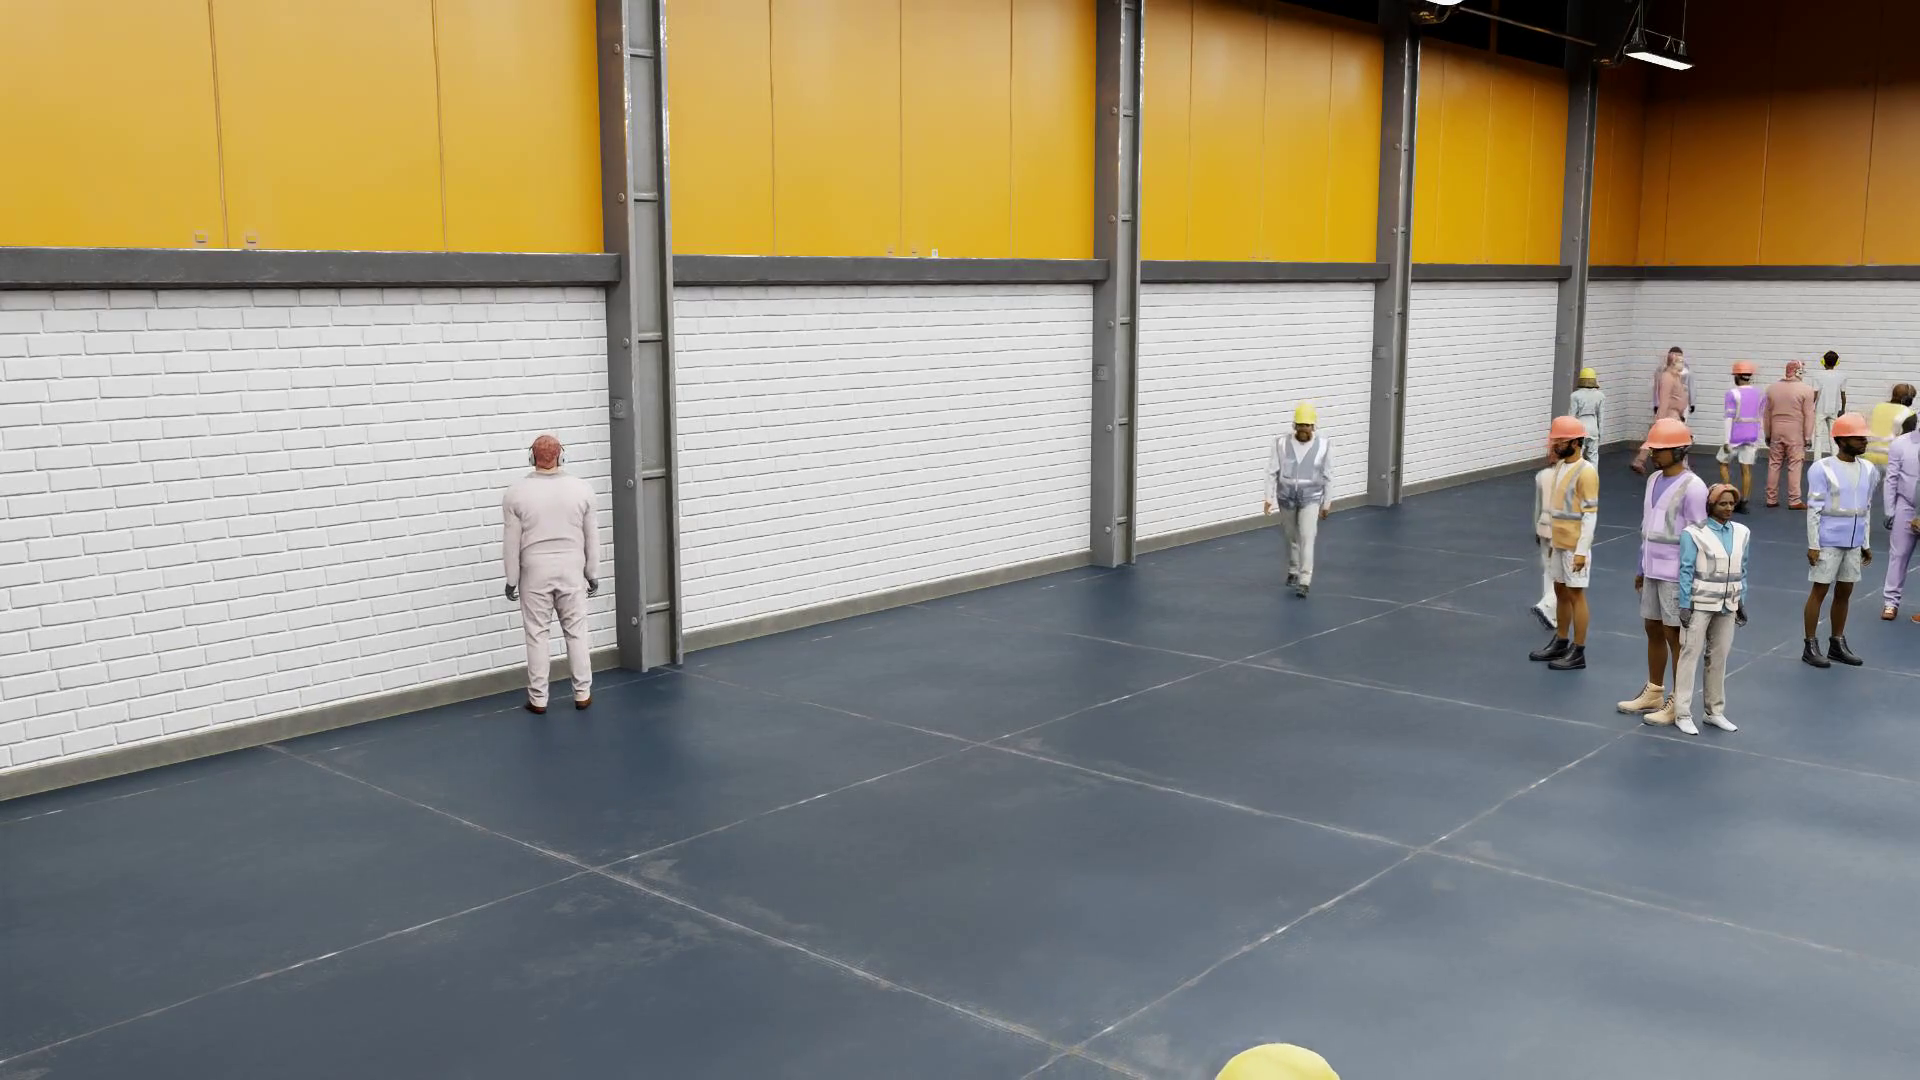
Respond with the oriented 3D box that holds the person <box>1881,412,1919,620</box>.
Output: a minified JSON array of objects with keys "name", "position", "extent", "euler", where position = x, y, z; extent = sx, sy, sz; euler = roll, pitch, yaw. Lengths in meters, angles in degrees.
[{"name":"person","position":[8.273,-0.237,14.267],"extent":[0.641,1.910,0.401],"euler":[4,10,25]}]

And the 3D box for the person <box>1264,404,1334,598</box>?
[{"name":"person","position":[3.185,-0.389,15.633],"extent":[0.603,1.786,0.945],"euler":[3,10,20]}]

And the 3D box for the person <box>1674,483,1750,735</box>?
[{"name":"person","position":[4.893,0.443,10.831],"extent":[0.515,1.641,0.309],"euler":[-3,9,-16]}]

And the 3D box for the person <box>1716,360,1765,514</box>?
[{"name":"person","position":[9.749,-1.285,20.814],"extent":[0.542,1.914,0.500],"euler":[-1,9,-7]}]

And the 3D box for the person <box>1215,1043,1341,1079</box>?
[{"name":"person","position":[0.431,1.659,2.708],"extent":[0.583,1.798,0.902],"euler":[-7,12,-39]}]

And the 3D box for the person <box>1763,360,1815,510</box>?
[{"name":"person","position":[10.574,-1.336,21.194],"extent":[0.400,1.902,0.643],"euler":[-6,11,-32]}]

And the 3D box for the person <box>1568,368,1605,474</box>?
[{"name":"person","position":[8.429,-1.455,22.454],"extent":[0.483,1.737,0.321],"euler":[-1,9,-5]}]

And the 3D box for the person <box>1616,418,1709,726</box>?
[{"name":"person","position":[4.659,0.211,11.033],"extent":[0.390,2.039,0.615],"euler":[-1,9,-8]}]

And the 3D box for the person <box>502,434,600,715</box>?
[{"name":"person","position":[-2.786,0.229,11.340],"extent":[0.652,1.906,0.403],"euler":[-4,10,-23]}]

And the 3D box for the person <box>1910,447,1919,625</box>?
[{"name":"person","position":[8.355,-0.217,14.048],"extent":[0.629,1.937,0.376],"euler":[0,9,-2]}]

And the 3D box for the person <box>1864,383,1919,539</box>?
[{"name":"person","position":[10.445,-0.868,18.714],"extent":[0.862,1.774,0.652],"euler":[-4,10,-24]}]

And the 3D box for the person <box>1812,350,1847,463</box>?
[{"name":"person","position":[12.811,-1.863,24.596],"extent":[0.534,1.868,0.310],"euler":[1,9,7]}]

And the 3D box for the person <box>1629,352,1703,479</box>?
[{"name":"person","position":[10.393,-1.831,24.431],"extent":[0.998,1.866,0.640],"euler":[4,10,24]}]

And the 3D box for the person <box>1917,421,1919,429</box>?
[{"name":"person","position":[10.547,-0.738,17.805],"extent":[0.600,1.780,0.955],"euler":[5,10,30]}]

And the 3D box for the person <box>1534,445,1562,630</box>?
[{"name":"person","position":[4.966,-0.037,13.848],"extent":[0.415,1.625,0.523],"euler":[-5,10,-27]}]

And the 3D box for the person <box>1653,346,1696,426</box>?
[{"name":"person","position":[11.628,-2.229,27.103],"extent":[0.634,1.859,0.583],"euler":[7,12,39]}]

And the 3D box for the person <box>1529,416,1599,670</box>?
[{"name":"person","position":[4.580,0.023,12.576],"extent":[0.391,1.925,0.547],"euler":[-1,9,-5]}]

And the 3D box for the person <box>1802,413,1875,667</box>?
[{"name":"person","position":[6.703,0.001,12.662],"extent":[0.547,1.942,0.344],"euler":[-2,9,-13]}]
